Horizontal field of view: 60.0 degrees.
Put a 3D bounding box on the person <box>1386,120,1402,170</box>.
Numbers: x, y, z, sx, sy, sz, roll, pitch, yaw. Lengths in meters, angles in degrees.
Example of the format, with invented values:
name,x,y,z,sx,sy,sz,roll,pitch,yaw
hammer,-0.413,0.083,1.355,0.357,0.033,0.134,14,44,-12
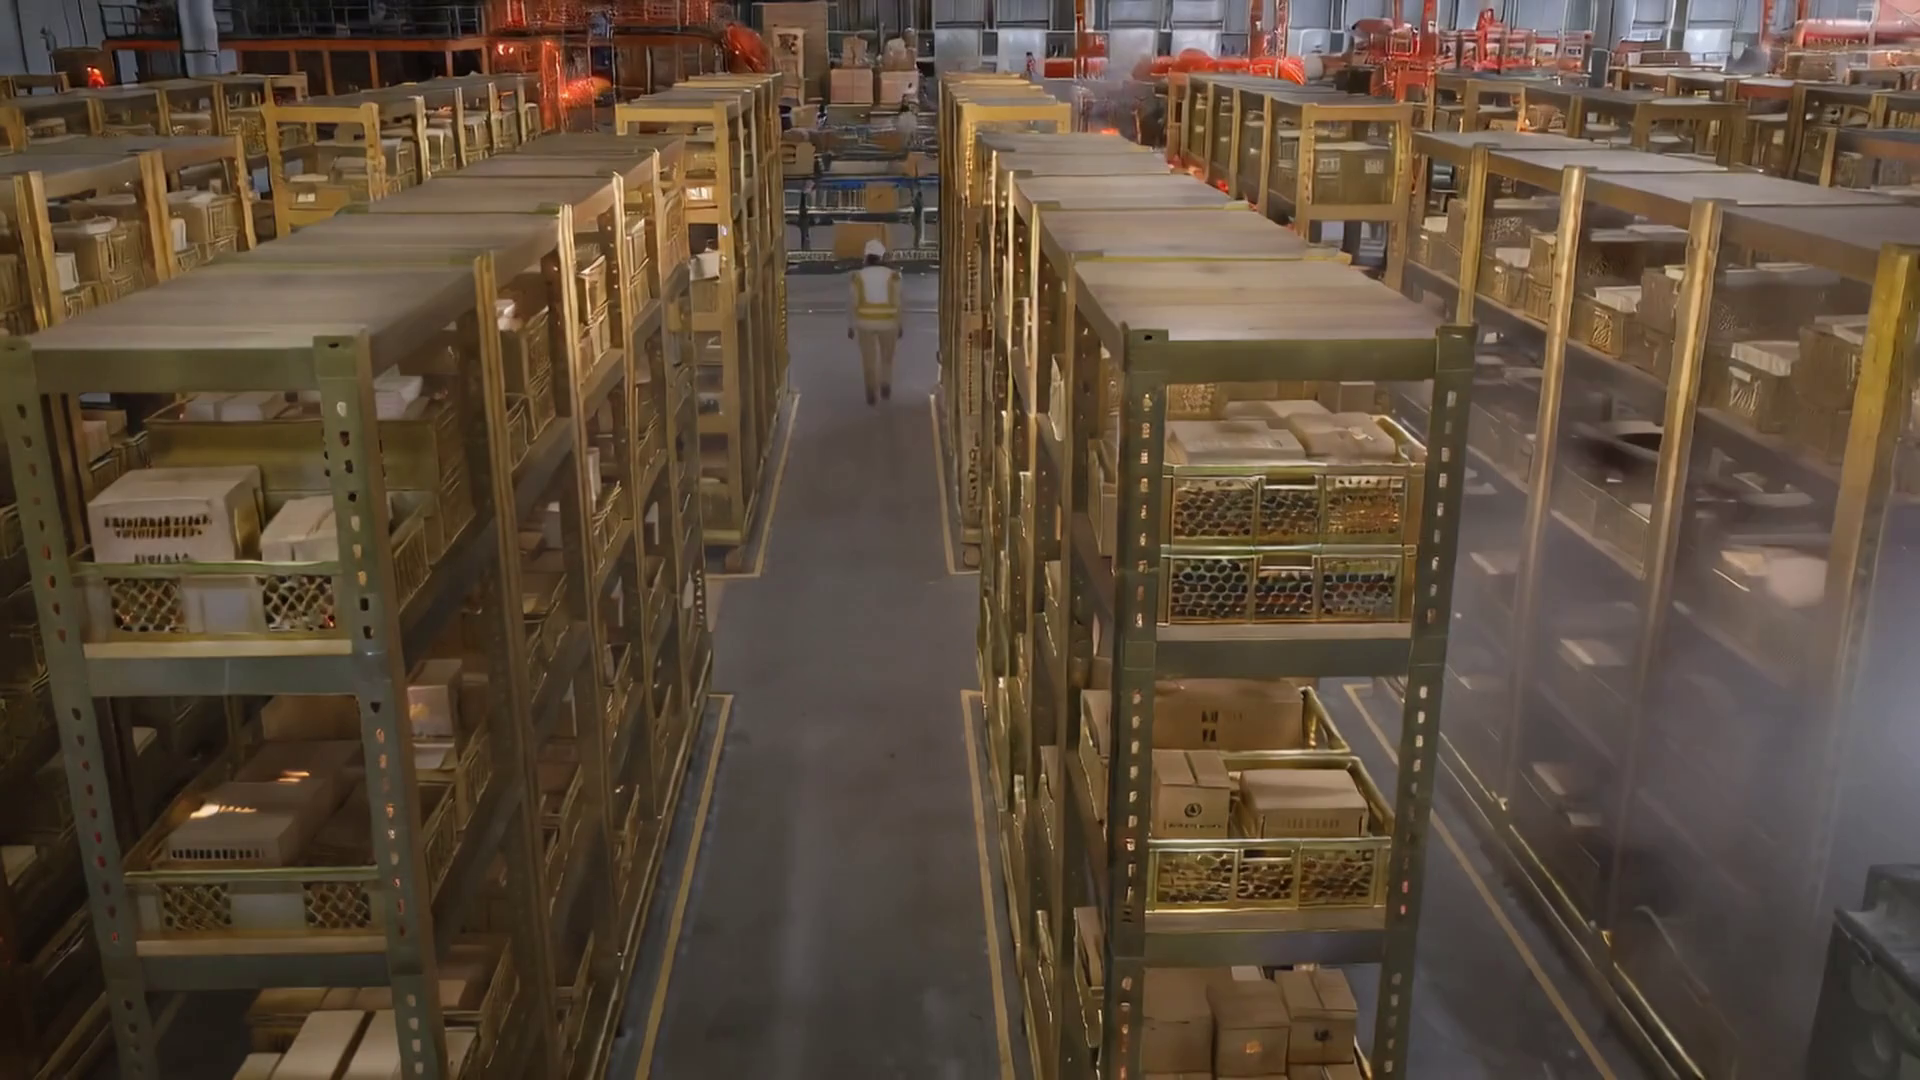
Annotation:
name,x,y,z,sx,sy,sz,roll,pitch,yaw
person,11.112,-10.044,41.996,0.658,1.860,1.008,1,18,4

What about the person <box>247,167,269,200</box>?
name,x,y,z,sx,sy,sz,roll,pitch,yaw
person,-13.625,-6.938,32.515,0.523,1.769,0.321,0,18,0

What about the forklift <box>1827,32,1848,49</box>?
name,x,y,z,sx,sy,sz,roll,pitch,yaw
forklift,46.023,-25.321,87.619,1.129,2.768,1.873,-1,18,-2

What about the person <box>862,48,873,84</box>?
name,x,y,z,sx,sy,sz,roll,pitch,yaw
person,-5.086,-26.059,91.422,0.611,1.931,0.481,0,18,-1

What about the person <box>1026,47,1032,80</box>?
name,x,y,z,sx,sy,sz,roll,pitch,yaw
person,3.905,-27.070,94.659,0.325,1.865,0.516,3,18,8

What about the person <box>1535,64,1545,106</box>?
name,x,y,z,sx,sy,sz,roll,pitch,yaw
person,24.100,-18.865,69.285,0.531,1.859,0.332,-9,20,-26

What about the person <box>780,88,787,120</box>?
name,x,y,z,sx,sy,sz,roll,pitch,yaw
person,-6.810,-16.909,63.178,0.356,1.887,0.572,12,22,34

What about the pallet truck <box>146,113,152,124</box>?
name,x,y,z,sx,sy,sz,roll,pitch,yaw
pallet truck,-18.087,-8.309,36.390,1.885,1.965,0.823,-1,18,-4

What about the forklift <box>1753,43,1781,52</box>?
name,x,y,z,sx,sy,sz,roll,pitch,yaw
forklift,31.161,-17.893,64.634,1.129,2.768,1.873,-1,18,-2

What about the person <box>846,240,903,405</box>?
name,x,y,z,sx,sy,sz,roll,pitch,yaw
person,-0.942,-2.403,18.393,0.620,1.812,0.460,-2,18,-7

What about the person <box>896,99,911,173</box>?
name,x,y,z,sx,sy,sz,roll,pitch,yaw
person,-1.362,-10.437,43.101,0.681,1.922,0.547,2,18,7

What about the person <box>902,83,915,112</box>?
name,x,y,z,sx,sy,sz,roll,pitch,yaw
person,-1.702,-14.354,55.508,0.488,1.741,0.316,-7,19,-22

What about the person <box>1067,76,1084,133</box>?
name,x,y,z,sx,sy,sz,roll,pitch,yaw
person,3.849,-14.516,55.662,0.625,1.950,0.898,7,19,20

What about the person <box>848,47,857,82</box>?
name,x,y,z,sx,sy,sz,roll,pitch,yaw
person,-6.054,-26.602,93.138,0.537,1.904,0.619,-5,19,-15

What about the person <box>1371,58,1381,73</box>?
name,x,y,z,sx,sy,sz,roll,pitch,yaw
person,19.437,-21.582,77.687,0.764,1.860,0.587,-9,20,-25

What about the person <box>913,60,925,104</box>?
name,x,y,z,sx,sy,sz,roll,pitch,yaw
person,-1.786,-19.949,72.544,0.548,1.917,0.636,6,19,19

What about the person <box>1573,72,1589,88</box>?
name,x,y,z,sx,sy,sz,roll,pitch,yaw
person,22.103,-15.675,59.261,0.630,1.944,0.448,-2,18,-6

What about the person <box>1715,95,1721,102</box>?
name,x,y,z,sx,sy,sz,roll,pitch,yaw
person,21.696,-11.858,47.740,0.526,1.769,0.328,-14,23,-38

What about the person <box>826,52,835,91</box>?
name,x,y,z,sx,sy,sz,roll,pitch,yaw
person,-6.580,-23.771,84.381,0.384,1.913,0.593,-16,24,-40

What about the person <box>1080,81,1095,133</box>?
name,x,y,z,sx,sy,sz,roll,pitch,yaw
person,4.146,-14.093,54.551,0.602,1.830,0.404,-15,23,-39

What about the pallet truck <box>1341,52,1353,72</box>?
name,x,y,z,sx,sy,sz,roll,pitch,yaw
pallet truck,18.794,-23.123,82.231,0.823,1.965,1.885,-13,22,-35

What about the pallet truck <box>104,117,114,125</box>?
name,x,y,z,sx,sy,sz,roll,pitch,yaw
pallet truck,-18.367,-7.885,35.078,1.885,1.965,0.823,1,18,2

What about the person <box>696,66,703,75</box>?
name,x,y,z,sx,sy,sz,roll,pitch,yaw
person,-10.708,-18.517,68.270,0.801,1.827,0.519,-16,24,-41
